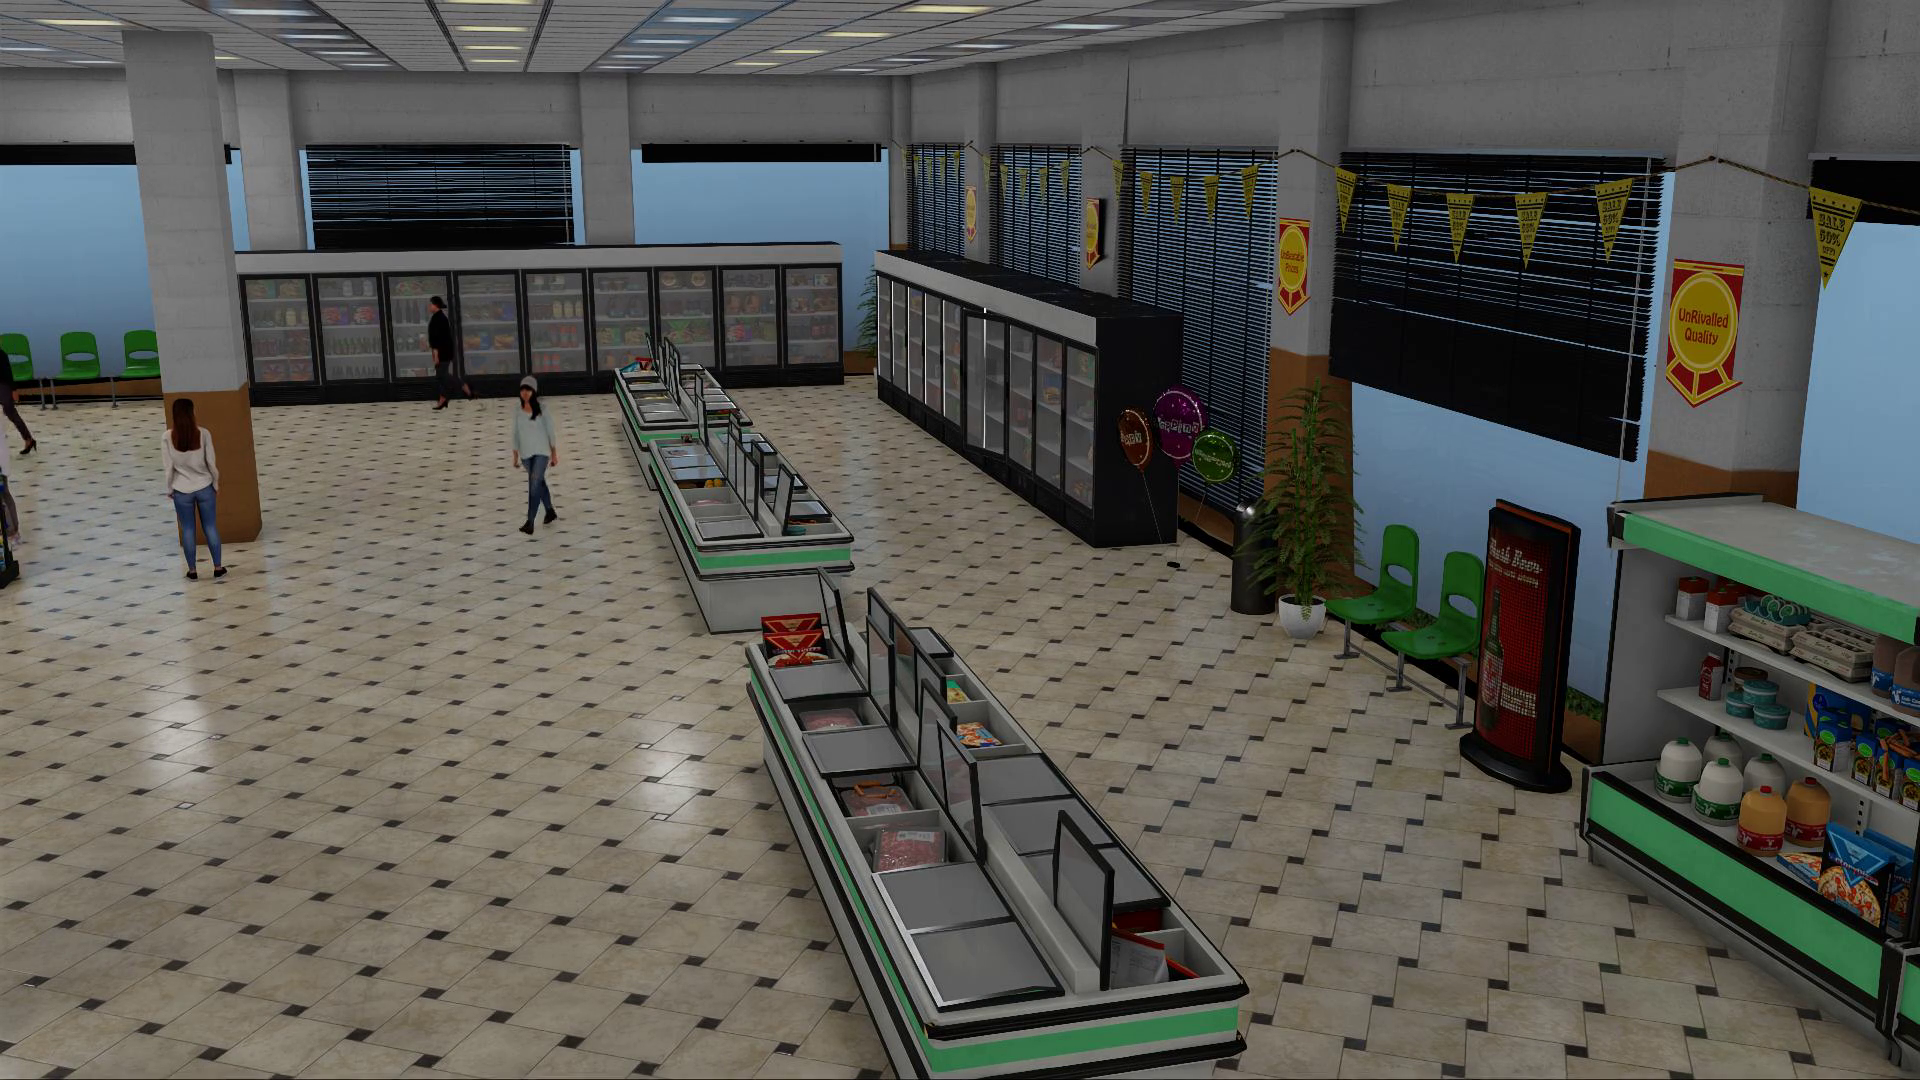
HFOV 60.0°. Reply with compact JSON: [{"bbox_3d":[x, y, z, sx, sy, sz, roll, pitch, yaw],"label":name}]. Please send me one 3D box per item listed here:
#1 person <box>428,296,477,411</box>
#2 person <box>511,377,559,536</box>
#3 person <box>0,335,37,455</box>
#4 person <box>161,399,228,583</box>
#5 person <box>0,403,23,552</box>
[{"bbox_3d":[-7.624,-2.768,24.801,0.797,1.698,0.890,-1,14,-5],"label":"person"},{"bbox_3d":[-4.374,-0.871,17.204,0.885,1.591,1.194,2,14,8],"label":"person"},{"bbox_3d":[-12.073,-1.839,21.120,1.074,1.626,1.076,10,17,35],"label":"person"},{"bbox_3d":[-7.052,-0.464,15.307,0.631,1.694,0.579,-5,15,-20],"label":"person"},{"bbox_3d":[-9.576,-0.817,16.467,0.727,1.835,0.488,-5,14,-19],"label":"person"}]
